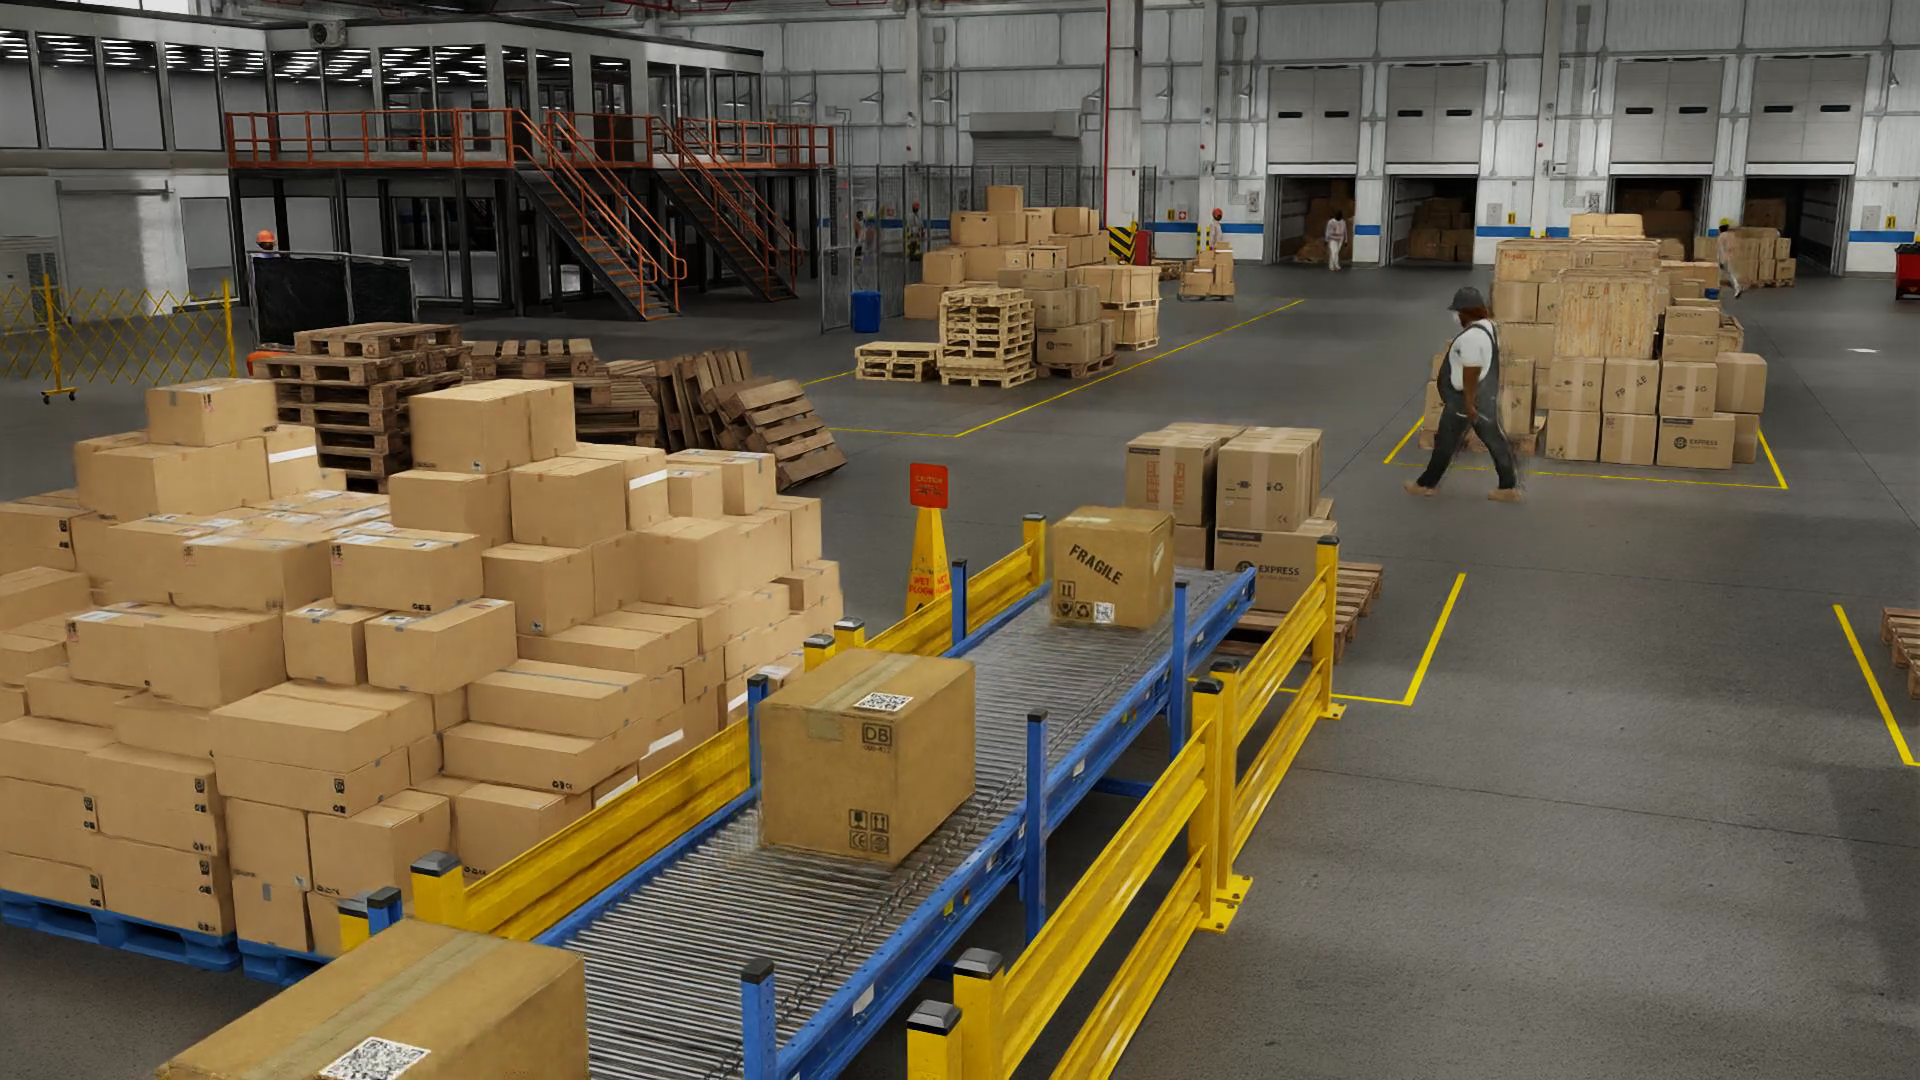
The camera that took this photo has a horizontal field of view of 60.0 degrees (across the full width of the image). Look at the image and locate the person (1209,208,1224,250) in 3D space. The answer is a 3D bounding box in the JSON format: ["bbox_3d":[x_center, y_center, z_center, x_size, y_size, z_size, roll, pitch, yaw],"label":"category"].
[{"bbox_3d":[6.782,-7.788,44.118,0.378,1.996,0.611,5,14,22],"label":"person"}]

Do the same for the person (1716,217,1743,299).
[{"bbox_3d":[18.031,-6.633,39.150,0.591,1.903,0.833,-8,15,-30],"label":"person"}]

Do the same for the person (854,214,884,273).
[{"bbox_3d":[-2.656,-8.735,48.990,0.902,1.719,0.536,-1,13,-4],"label":"person"}]

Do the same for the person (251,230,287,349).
[{"bbox_3d":[-11.199,-3.995,26.998,0.378,2.045,0.605,5,14,22],"label":"person"}]

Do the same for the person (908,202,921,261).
[{"bbox_3d":[-1.492,-10.220,55.186,0.374,1.927,0.542,5,14,22],"label":"person"}]

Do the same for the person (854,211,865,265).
[{"bbox_3d":[-3.212,-9.684,53.299,0.320,1.698,0.531,5,14,22],"label":"person"}]

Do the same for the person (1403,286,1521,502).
[{"bbox_3d":[4.677,-1.363,15.197,1.061,2.000,0.686,10,16,37],"label":"person"}]

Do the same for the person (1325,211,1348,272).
[{"bbox_3d":[11.193,-8.860,49.407,0.639,1.792,0.969,-5,13,-21],"label":"person"}]
